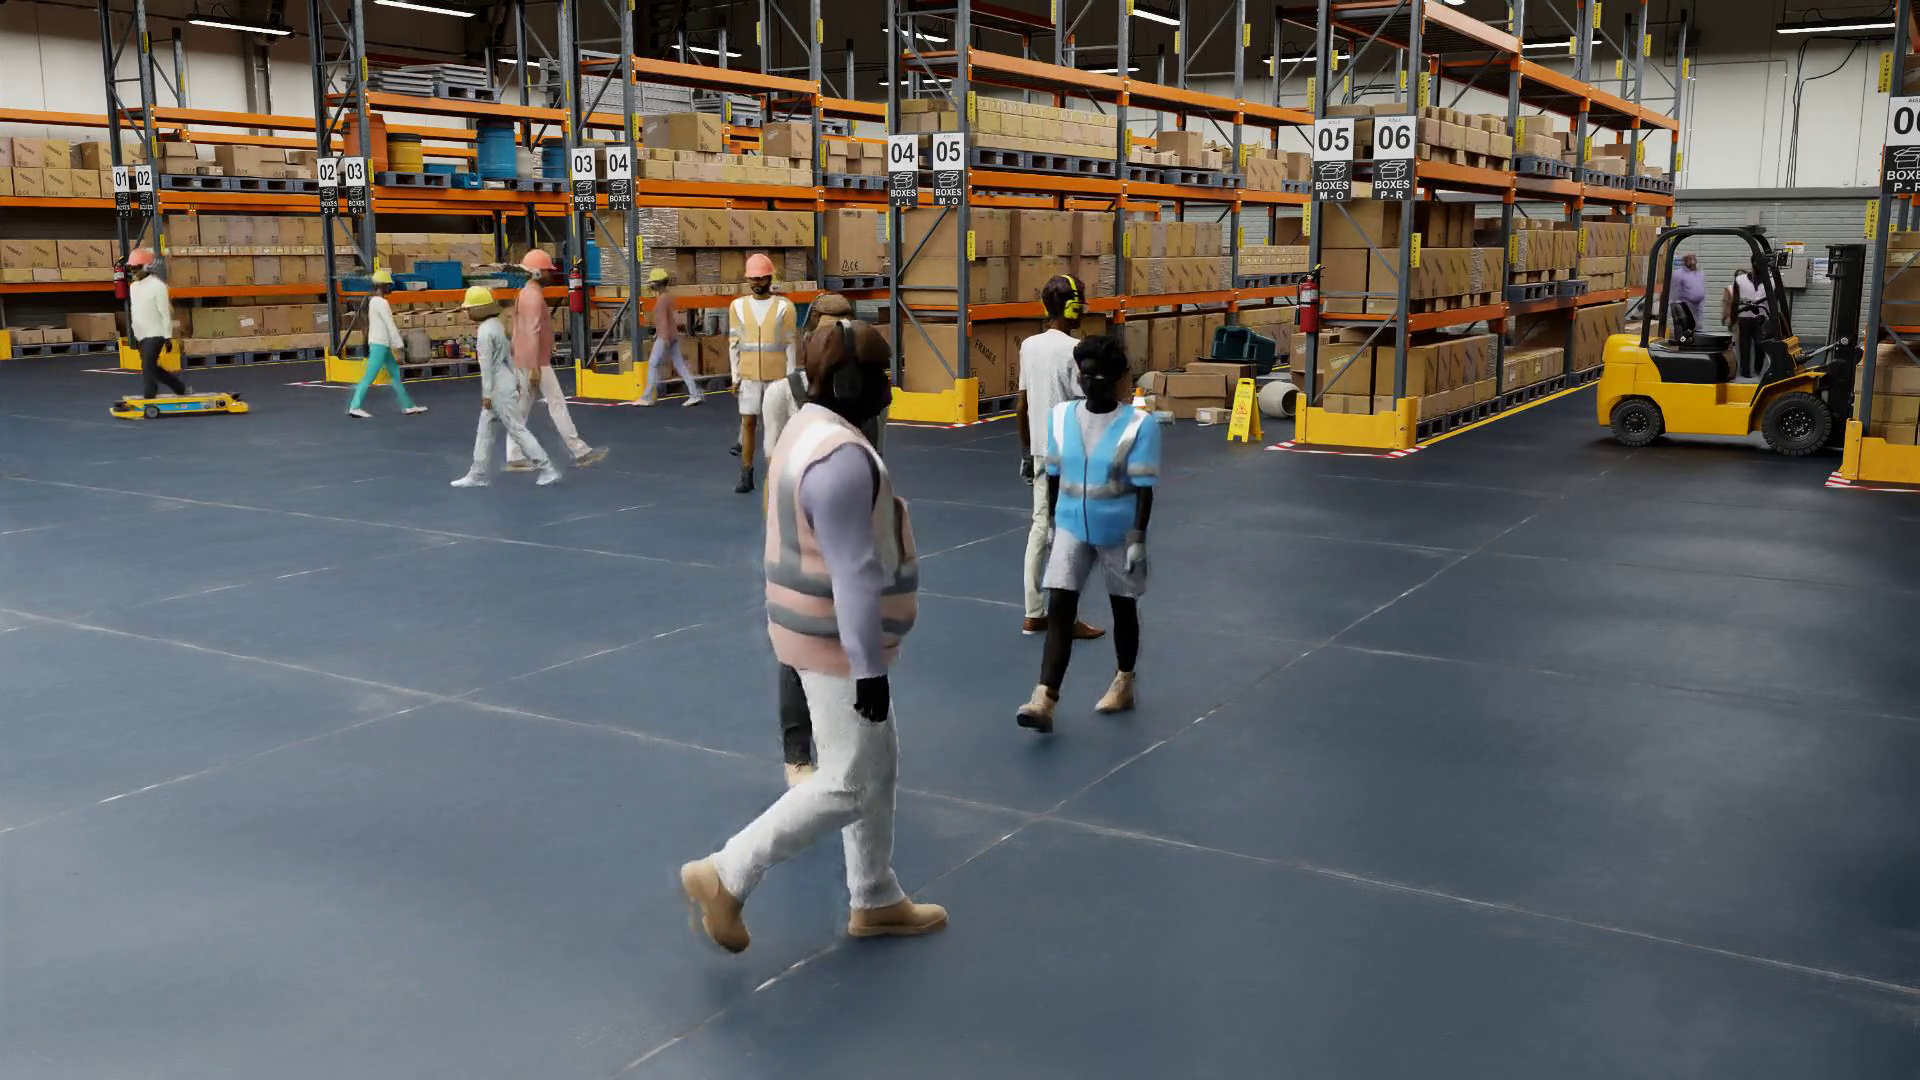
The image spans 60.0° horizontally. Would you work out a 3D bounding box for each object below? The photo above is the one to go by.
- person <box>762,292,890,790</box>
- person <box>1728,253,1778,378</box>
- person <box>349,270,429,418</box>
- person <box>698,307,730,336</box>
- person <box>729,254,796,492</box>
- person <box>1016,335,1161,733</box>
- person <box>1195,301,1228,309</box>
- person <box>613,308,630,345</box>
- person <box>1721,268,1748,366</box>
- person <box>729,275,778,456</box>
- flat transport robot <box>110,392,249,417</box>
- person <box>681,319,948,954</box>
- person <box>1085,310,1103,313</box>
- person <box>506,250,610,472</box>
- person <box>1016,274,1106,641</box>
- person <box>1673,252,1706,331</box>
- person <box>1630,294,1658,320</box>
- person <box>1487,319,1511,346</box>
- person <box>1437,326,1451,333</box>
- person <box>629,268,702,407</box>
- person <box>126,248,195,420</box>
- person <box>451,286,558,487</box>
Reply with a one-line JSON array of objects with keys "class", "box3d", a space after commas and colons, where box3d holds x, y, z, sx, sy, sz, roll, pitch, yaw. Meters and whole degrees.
[{"class": "person", "box3d": [-0.474, 0.014, 6.155, 0.518, 1.844, 0.329, -6, 12, -30]}, {"class": "person", "box3d": [11.173, -3.102, 23.454, 0.594, 1.903, 0.453, 6, 12, 29]}, {"class": "person", "box3d": [-6.745, -2.286, 19.416, 0.930, 1.715, 0.533, -5, 11, -28]}, {"class": "person", "box3d": [-3.684, -3.445, 25.298, 0.626, 1.933, 0.356, 0, 10, 1]}, {"class": "person", "box3d": [-1.600, -1.342, 13.497, 0.547, 1.938, 0.379, 0, 10, 2]}, {"class": "person", "box3d": [0.549, -0.016, 6.857, 0.542, 1.639, 0.892, 5, 11, 27]}, {"class": "person", "box3d": [4.465, -4.178, 29.462, 0.592, 1.910, 0.611, 6, 12, 32]}, {"class": "person", "box3d": [-6.518, -4.572, 31.964, 0.405, 1.812, 0.633, -9, 13, -40]}, {"class": "person", "box3d": [12.655, -3.607, 27.033, 0.541, 1.624, 0.372, 7, 12, 35]}, {"class": "person", "box3d": [-1.889, -1.670, 15.694, 0.626, 1.800, 0.807, 6, 12, 29]}, {"class": "flat transport robot", "box3d": [-9.223, -1.605, 19.635, 1.431, 0.197, 0.652, -6, 12, -30]}, {"class": "person", "box3d": [-0.406, 0.293, 4.668, 0.691, 1.820, 0.628, -2, 10, -10]}, {"class": "person", "box3d": [2.200, -3.799, 27.448, 0.663, 1.875, 0.880, 9, 13, 40]}, {"class": "person", "box3d": [-3.638, -1.586, 14.806, 0.962, 1.950, 0.647, -5, 11, -26]}, {"class": "person", "box3d": [0.513, -0.416, 8.508, 0.313, 1.866, 0.538, -9, 13, -40]}, {"class": "person", "box3d": [13.069, -4.231, 29.848, 0.672, 1.870, 0.615, -3, 11, -17]}, {"class": "person", "box3d": [12.986, -4.591, 31.608, 0.742, 1.972, 1.075, -9, 13, -41]}, {"class": "person", "box3d": [10.290, -4.629, 32.040, 0.578, 1.900, 0.616, -8, 13, -38]}, {"class": "person", "box3d": [9.796, -4.939, 33.911, 0.554, 1.834, 0.720, -8, 13, -39]}, {"class": "person", "box3d": [-3.634, -2.500, 20.611, 0.884, 1.720, 0.508, 1, 10, 8]}, {"class": "person", "box3d": [-9.360, -2.402, 19.369, 0.629, 1.970, 0.855, 6, 12, 31]}, {"class": "person", "box3d": [-3.787, -1.270, 13.815, 0.865, 1.681, 0.524, -2, 10, -8]}]
